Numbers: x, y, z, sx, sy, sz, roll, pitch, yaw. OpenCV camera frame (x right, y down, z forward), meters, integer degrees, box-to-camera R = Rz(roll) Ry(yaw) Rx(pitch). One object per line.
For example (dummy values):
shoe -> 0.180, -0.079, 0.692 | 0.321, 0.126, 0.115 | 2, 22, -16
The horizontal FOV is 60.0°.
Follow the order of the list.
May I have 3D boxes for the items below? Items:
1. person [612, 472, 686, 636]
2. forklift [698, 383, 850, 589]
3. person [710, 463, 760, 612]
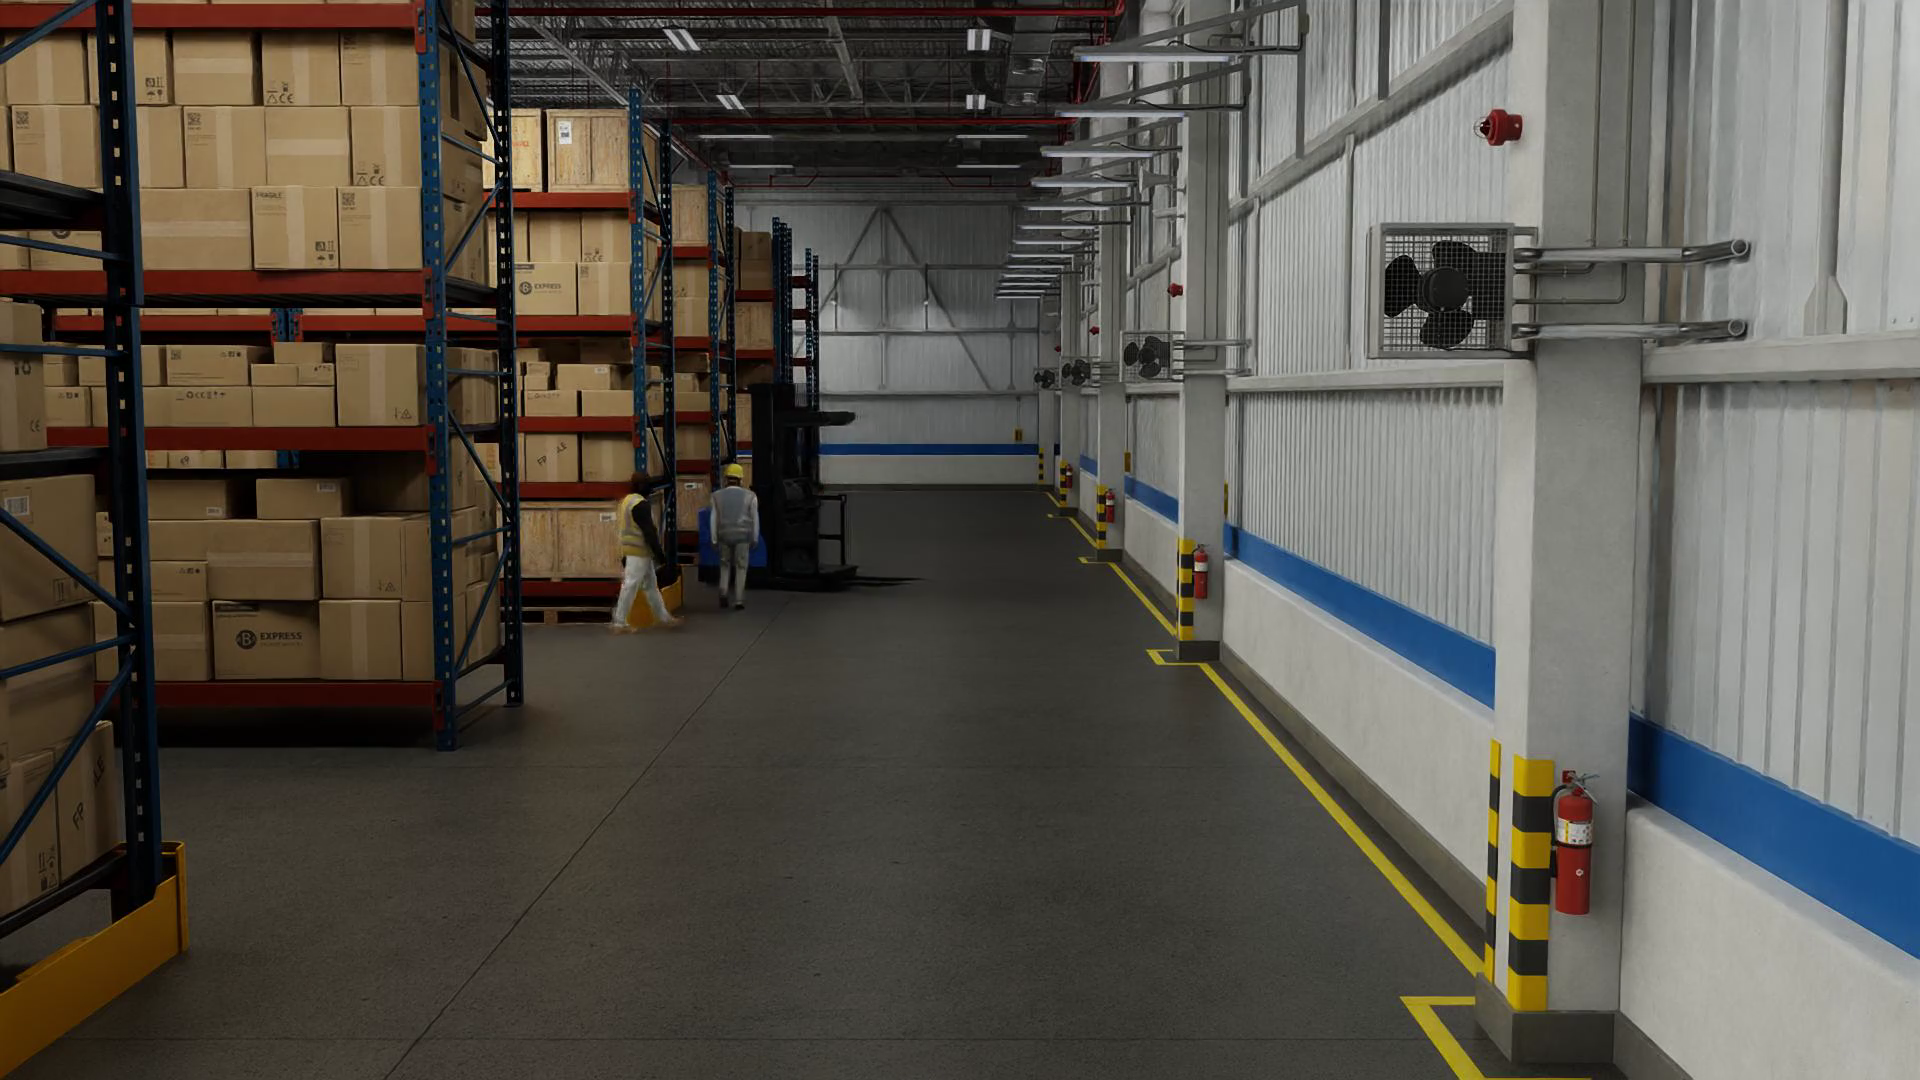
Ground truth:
person -> -3.466, 0.150, 18.400 | 0.878, 1.800, 0.634 | -2, 5, -21
forklift -> -2.594, -0.779, 22.986 | 1.873, 2.768, 1.129 | 1, 5, 17
person -> -2.750, -0.029, 20.390 | 0.591, 1.814, 0.545 | 0, 5, 2
